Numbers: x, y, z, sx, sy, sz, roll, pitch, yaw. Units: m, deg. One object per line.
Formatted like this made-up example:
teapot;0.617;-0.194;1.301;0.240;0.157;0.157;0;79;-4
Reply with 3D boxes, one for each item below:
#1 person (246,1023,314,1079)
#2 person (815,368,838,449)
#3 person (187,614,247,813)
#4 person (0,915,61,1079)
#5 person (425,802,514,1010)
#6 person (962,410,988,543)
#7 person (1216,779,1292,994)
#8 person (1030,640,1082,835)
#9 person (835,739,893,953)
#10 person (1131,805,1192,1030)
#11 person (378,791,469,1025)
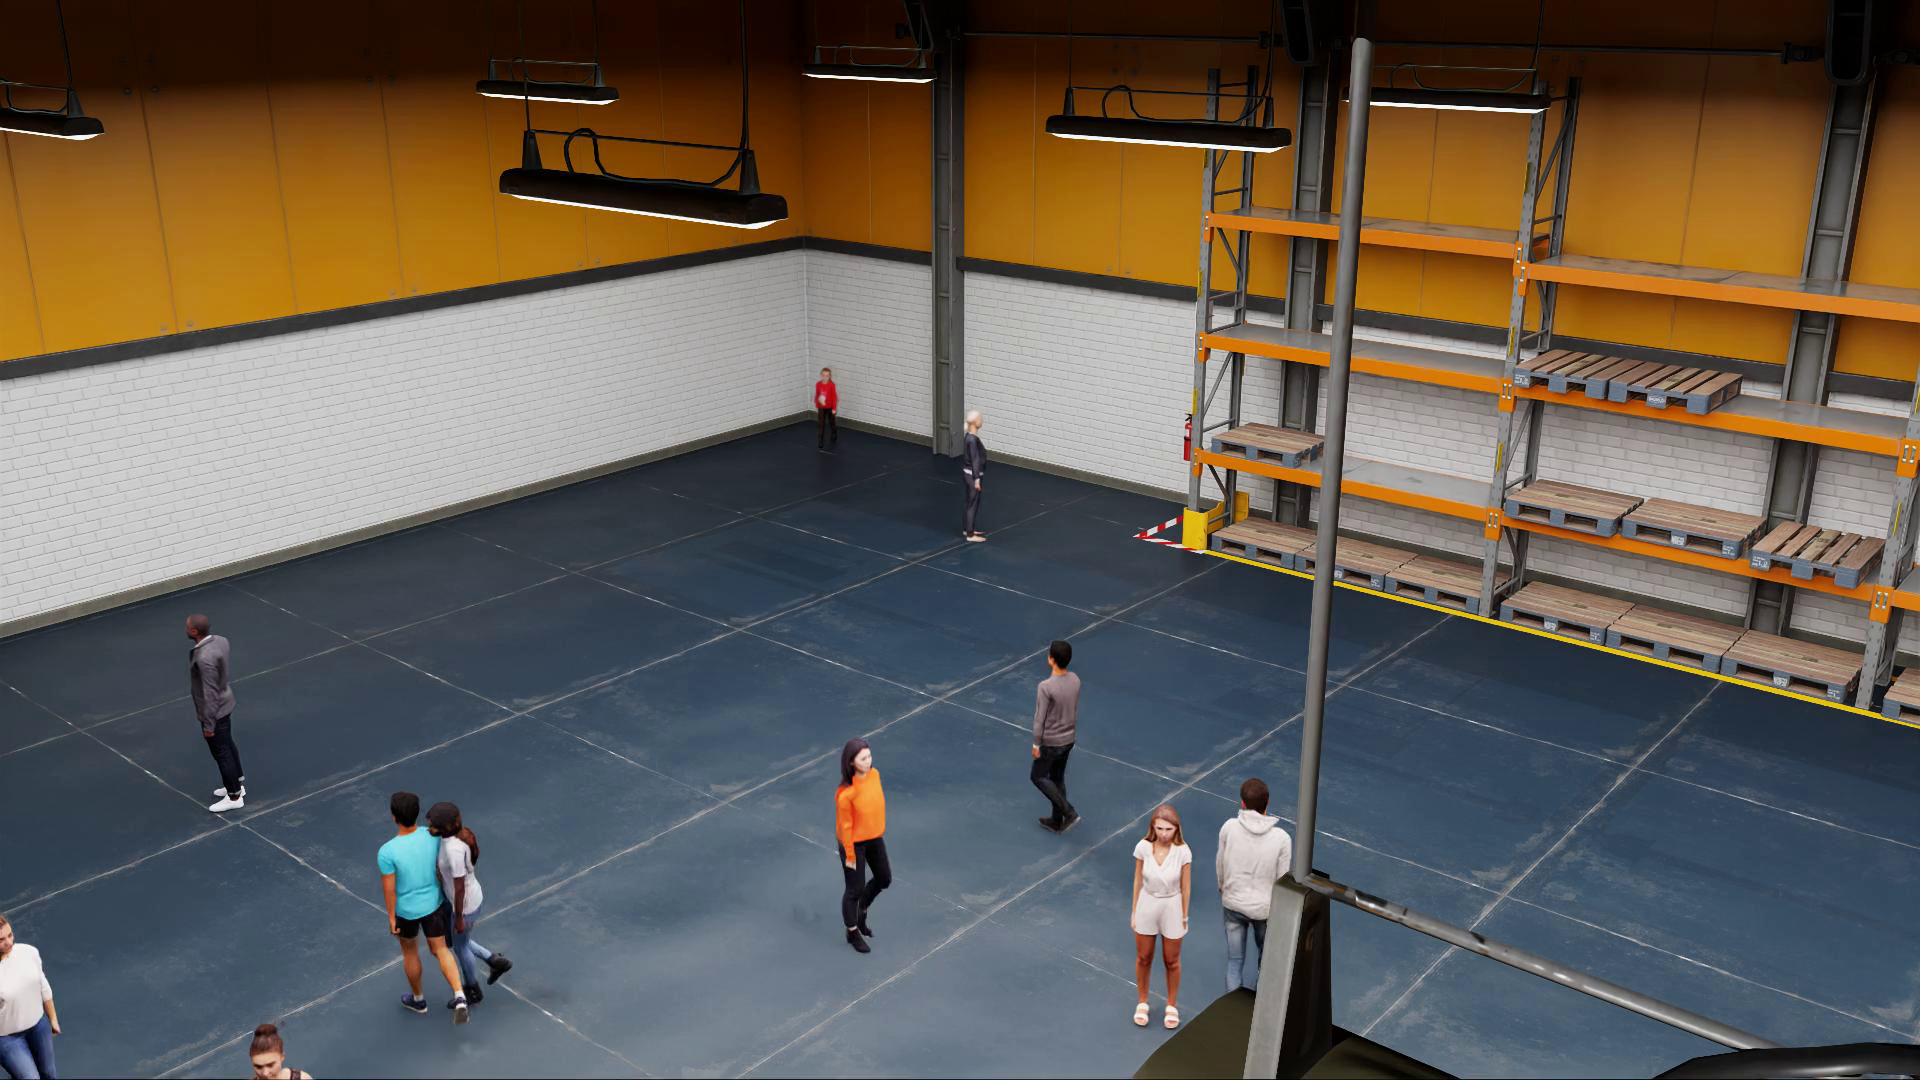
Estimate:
person;-3.736;3.397;9.212;0.683;1.668;0.719;-10;21;-27
person;-2.088;-2.100;26.174;0.933;1.259;0.880;4;19;13
person;-6.535;1.497;14.624;0.857;1.815;0.755;-4;19;-13
person;-5.839;3.036;10.236;1.034;1.698;0.770;9;21;26
person;-3.420;2.548;11.685;0.886;1.698;0.818;-6;20;-18
person;0.166;-0.860;21.763;0.747;1.726;0.665;-3;19;-10
person;1.970;2.581;11.431;1.184;1.799;1.079;4;19;12
person;0.866;1.721;14.049;0.714;1.757;0.794;15;24;38
person;-0.812;2.264;12.467;0.628;1.738;0.645;12;22;32
person;1.393;2.591;11.564;0.606;1.695;0.707;5;19;15
person;-3.701;2.579;11.501;0.736;1.757;1.059;-15;24;-38
